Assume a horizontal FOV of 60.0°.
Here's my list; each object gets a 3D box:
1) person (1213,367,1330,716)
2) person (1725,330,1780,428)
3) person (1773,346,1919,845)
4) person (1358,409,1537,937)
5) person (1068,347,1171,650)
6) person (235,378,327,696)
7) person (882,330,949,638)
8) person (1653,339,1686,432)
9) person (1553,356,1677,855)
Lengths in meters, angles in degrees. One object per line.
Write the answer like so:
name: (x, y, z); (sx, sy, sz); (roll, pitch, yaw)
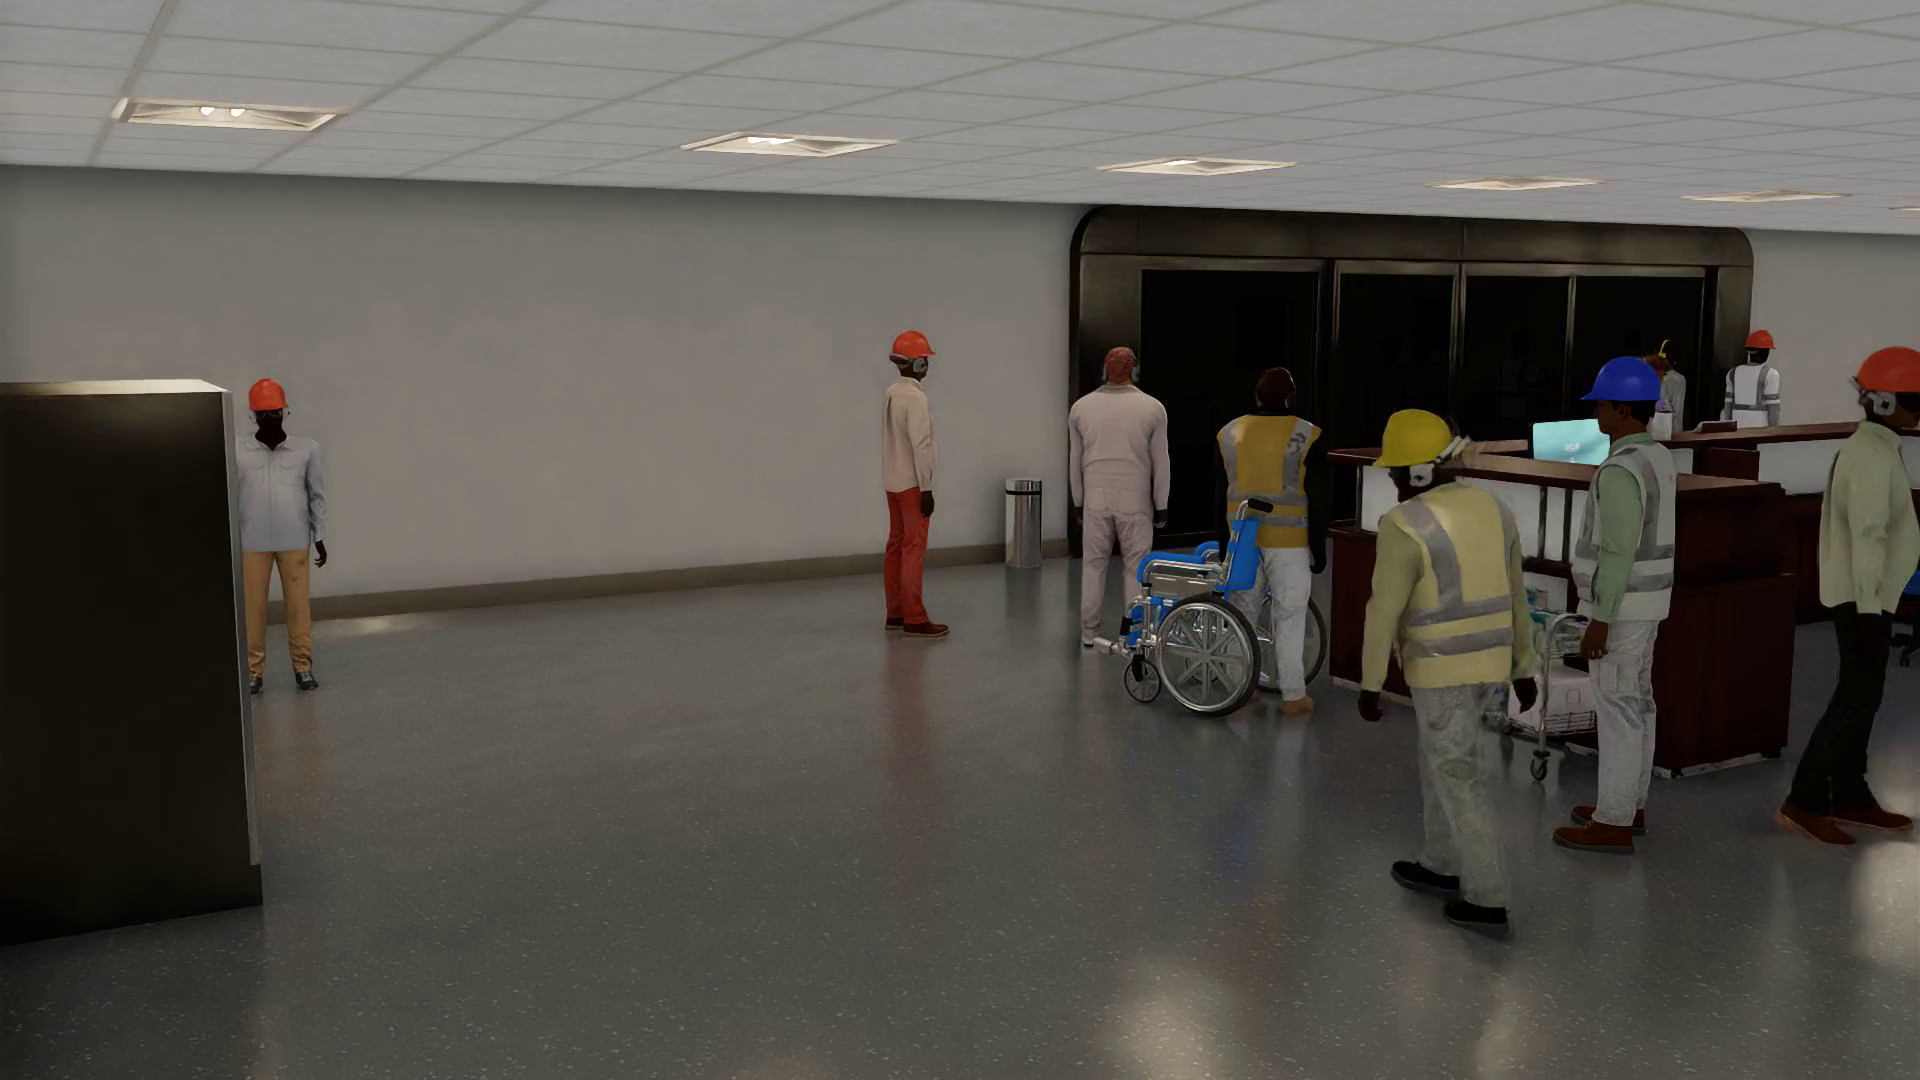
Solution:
person: (1.649, 0.007, 8.792); (0.632, 1.836, 0.429); (5, 9, 33)
person: (7.736, -1.073, 16.217); (0.357, 1.937, 0.551); (-5, 9, -31)
person: (3.638, 0.224, 6.661); (0.414, 1.998, 0.626); (4, 9, 26)
person: (1.679, 0.442, 5.781); (0.612, 1.784, 0.725); (-5, 10, -34)
person: (1.010, -0.261, 10.482); (0.644, 1.900, 0.399); (3, 8, 18)
person: (-3.801, -0.017, 9.225); (0.563, 1.753, 0.327); (-4, 9, -24)
person: (-0.318, -0.363, 10.861); (0.375, 1.997, 0.612); (-4, 9, -24)
person: (6.397, -0.891, 15.148); (0.312, 1.869, 0.537); (8, 11, 44)
person: (2.602, 0.256, 6.555); (0.386, 1.948, 0.605); (5, 9, 33)
